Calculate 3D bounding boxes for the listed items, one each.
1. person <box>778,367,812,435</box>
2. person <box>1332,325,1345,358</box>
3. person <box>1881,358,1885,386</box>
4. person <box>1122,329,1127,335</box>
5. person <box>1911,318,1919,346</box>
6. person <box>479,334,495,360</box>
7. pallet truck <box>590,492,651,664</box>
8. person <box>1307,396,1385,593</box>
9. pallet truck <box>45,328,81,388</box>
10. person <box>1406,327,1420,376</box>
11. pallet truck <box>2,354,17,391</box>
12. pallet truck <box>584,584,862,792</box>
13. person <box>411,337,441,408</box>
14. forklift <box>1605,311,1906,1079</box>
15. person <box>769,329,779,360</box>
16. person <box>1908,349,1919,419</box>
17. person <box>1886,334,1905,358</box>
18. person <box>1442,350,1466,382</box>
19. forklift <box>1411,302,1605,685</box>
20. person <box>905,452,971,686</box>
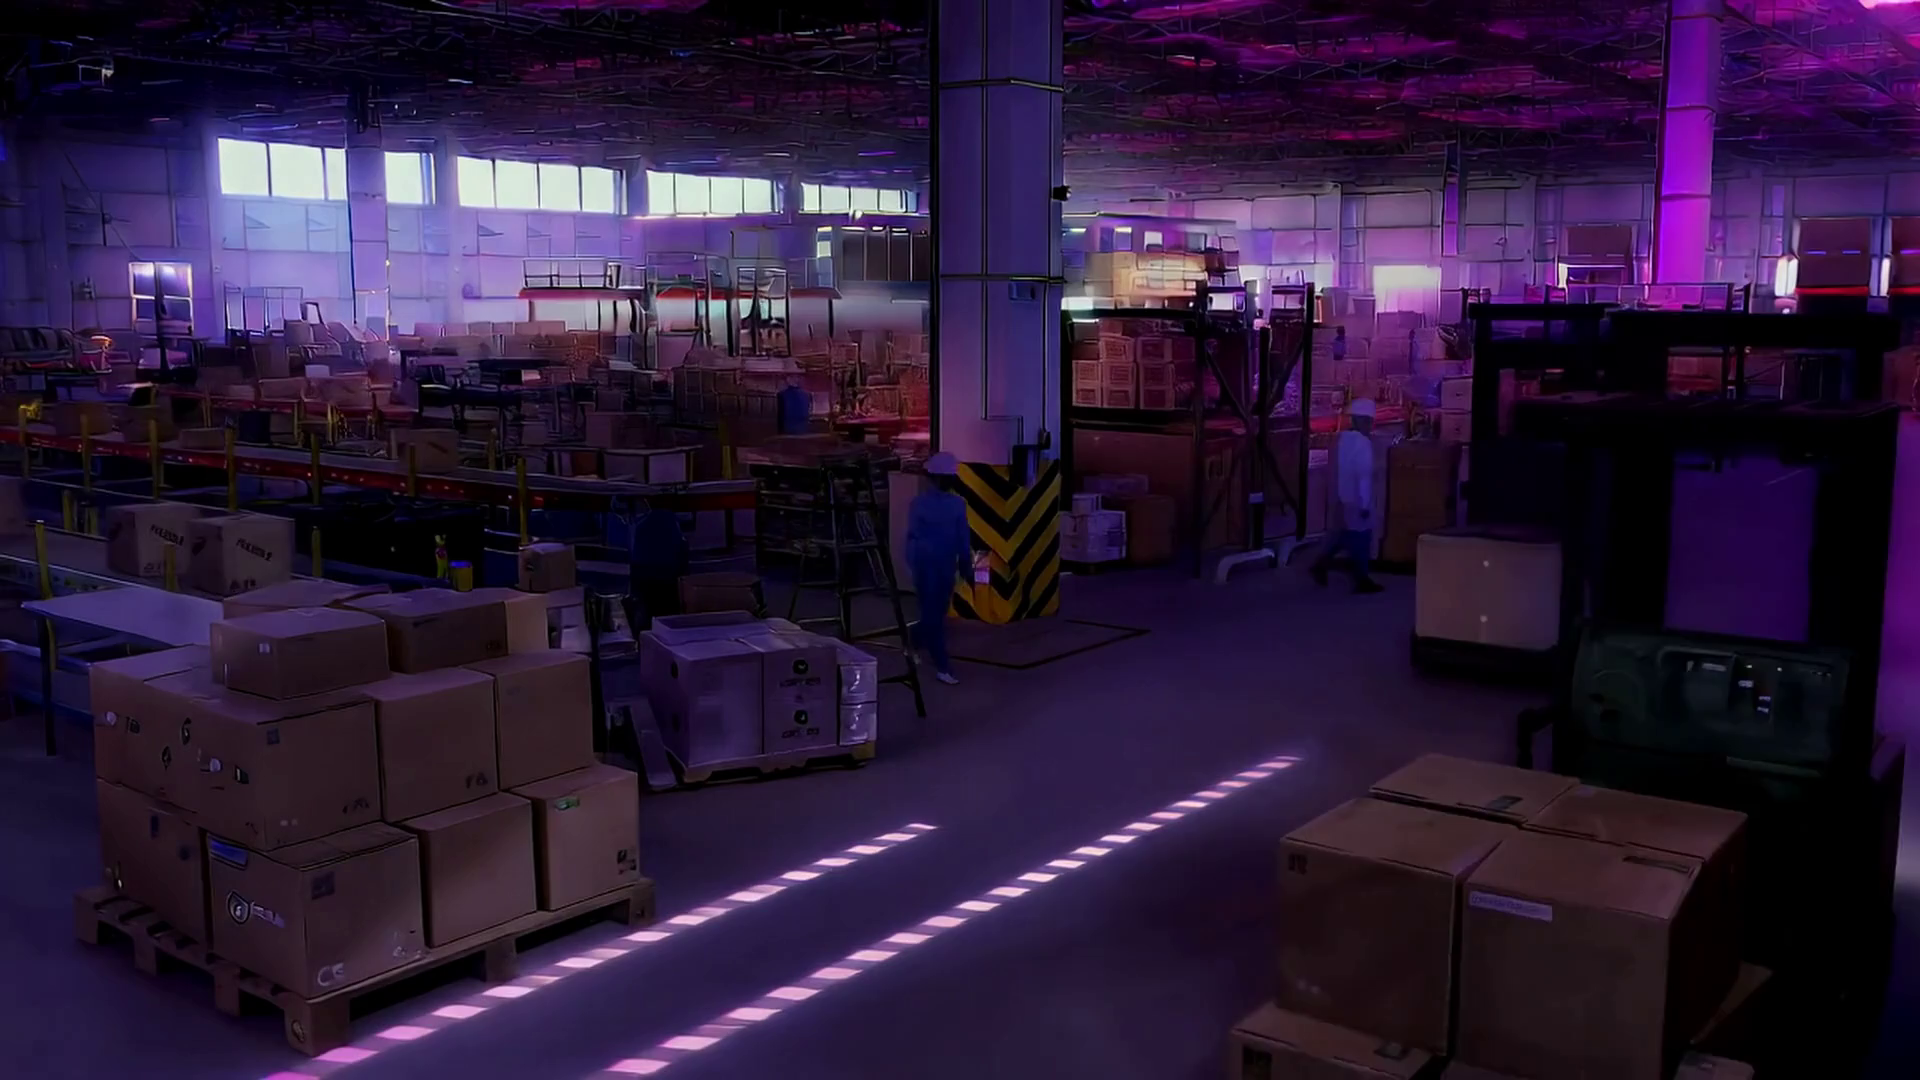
[{"bbox_3d":[-2.437,-1.610,24.277,0.404,1.827,0.600,8,12,44],"label":"person"},{"bbox_3d":[11.383,-5.475,49.939,0.459,1.942,0.632,8,12,43],"label":"person"},{"bbox_3d":[19.382,-3.323,35.472,0.378,1.932,0.551,-5,10,-30],"label":"person"},{"bbox_3d":[5.450,-6.273,56.125,0.532,1.713,0.955,-5,10,-33],"label":"person"},{"bbox_3d":[39.825,-8.278,69.039,0.992,1.876,0.611,4,9,25],"label":"person"},{"bbox_3d":[-12.359,-4.452,43.412,1.017,1.852,0.659,-8,11,-42],"label":"person"},{"bbox_3d":[-3.115,0.344,12.883,0.653,1.274,1.630,7,11,37],"label":"pallet truck"},{"bbox_3d":[3.764,-0.425,16.005,0.664,1.918,0.553,-2,9,-13],"label":"person"},{"bbox_3d":[-23.775,-4.544,43.495,1.885,1.965,0.823,6,10,35],"label":"pallet truck"},{"bbox_3d":[13.688,-5.482,50.137,0.678,1.902,0.607,4,9,24],"label":"person"},{"bbox_3d":[-24.881,-4.417,42.634,1.885,1.965,0.823,8,11,41],"label":"pallet truck"},{"bbox_3d":[-1.426,0.805,10.019,1.601,1.201,0.680,-4,9,-26],"label":"pallet truck"},{"bbox_3d":[-10.898,-3.111,33.788,0.837,2.017,0.617,5,10,29],"label":"person"},{"bbox_3d":[2.967,0.517,6.410,1.129,2.768,1.873,6,11,37],"label":"forklift"},{"bbox_3d":[-6.942,-7.213,61.995,0.345,1.847,0.504,5,10,29],"label":"person"},{"bbox_3d":[22.177,-3.603,38.364,0.511,1.637,0.307,-3,9,-22],"label":"person"},{"bbox_3d":[30.901,-6.147,54.884,0.651,1.838,0.458,7,11,41],"label":"person"},{"bbox_3d":[11.314,-3.528,38.013,0.525,1.588,0.851,6,10,36],"label":"person"},{"bbox_3d":[4.379,-0.438,12.852,1.129,2.768,1.873,7,11,37],"label":"forklift"},{"bbox_3d":[-0.210,0.179,12.560,0.532,1.737,0.841,-6,10,-34],"label":"person"}]
